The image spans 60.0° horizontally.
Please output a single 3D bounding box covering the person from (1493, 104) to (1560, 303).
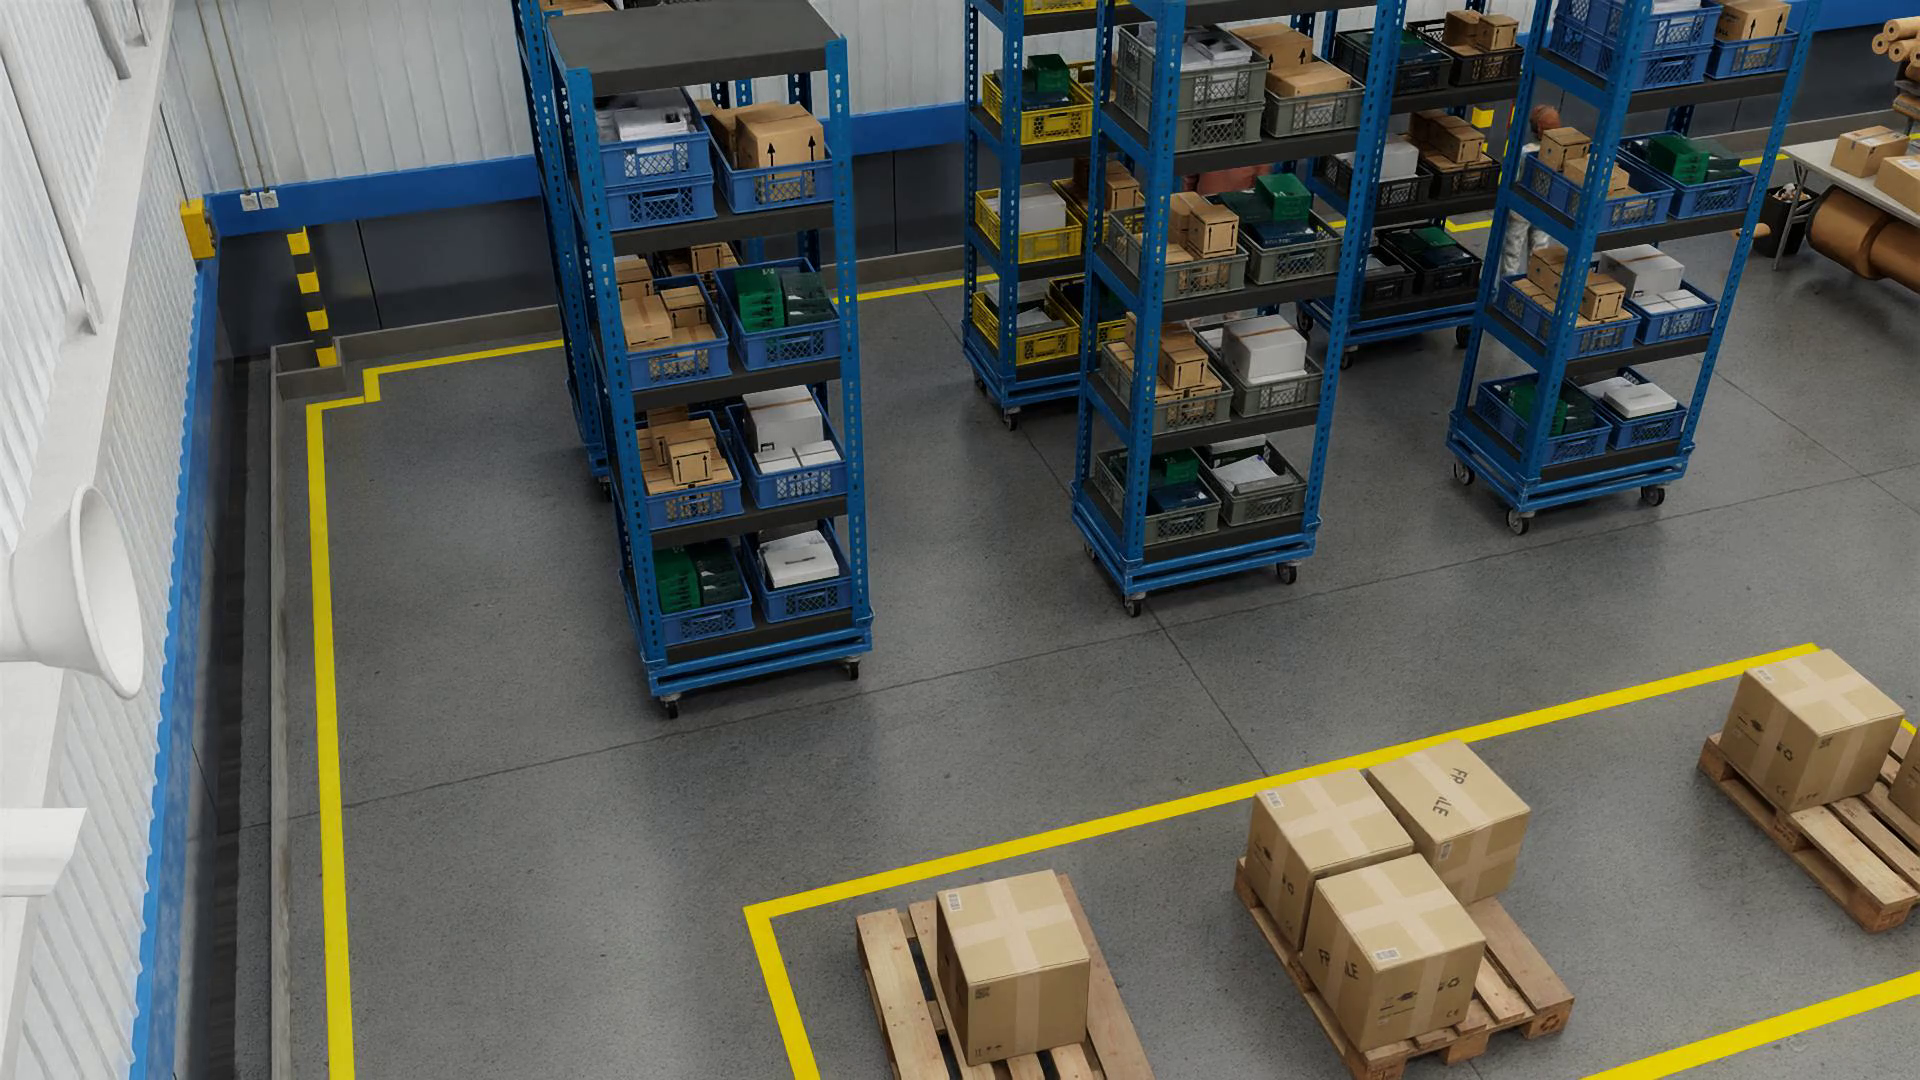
[{"bbox_3d":[4.177,-2.388,12.239,0.520,1.636,0.312,-7,36,-10],"label":"person"}]

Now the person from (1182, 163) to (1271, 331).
[{"bbox_3d":[1.822,-2.194,11.658,0.623,1.993,0.384,18,39,23],"label":"person"}]
